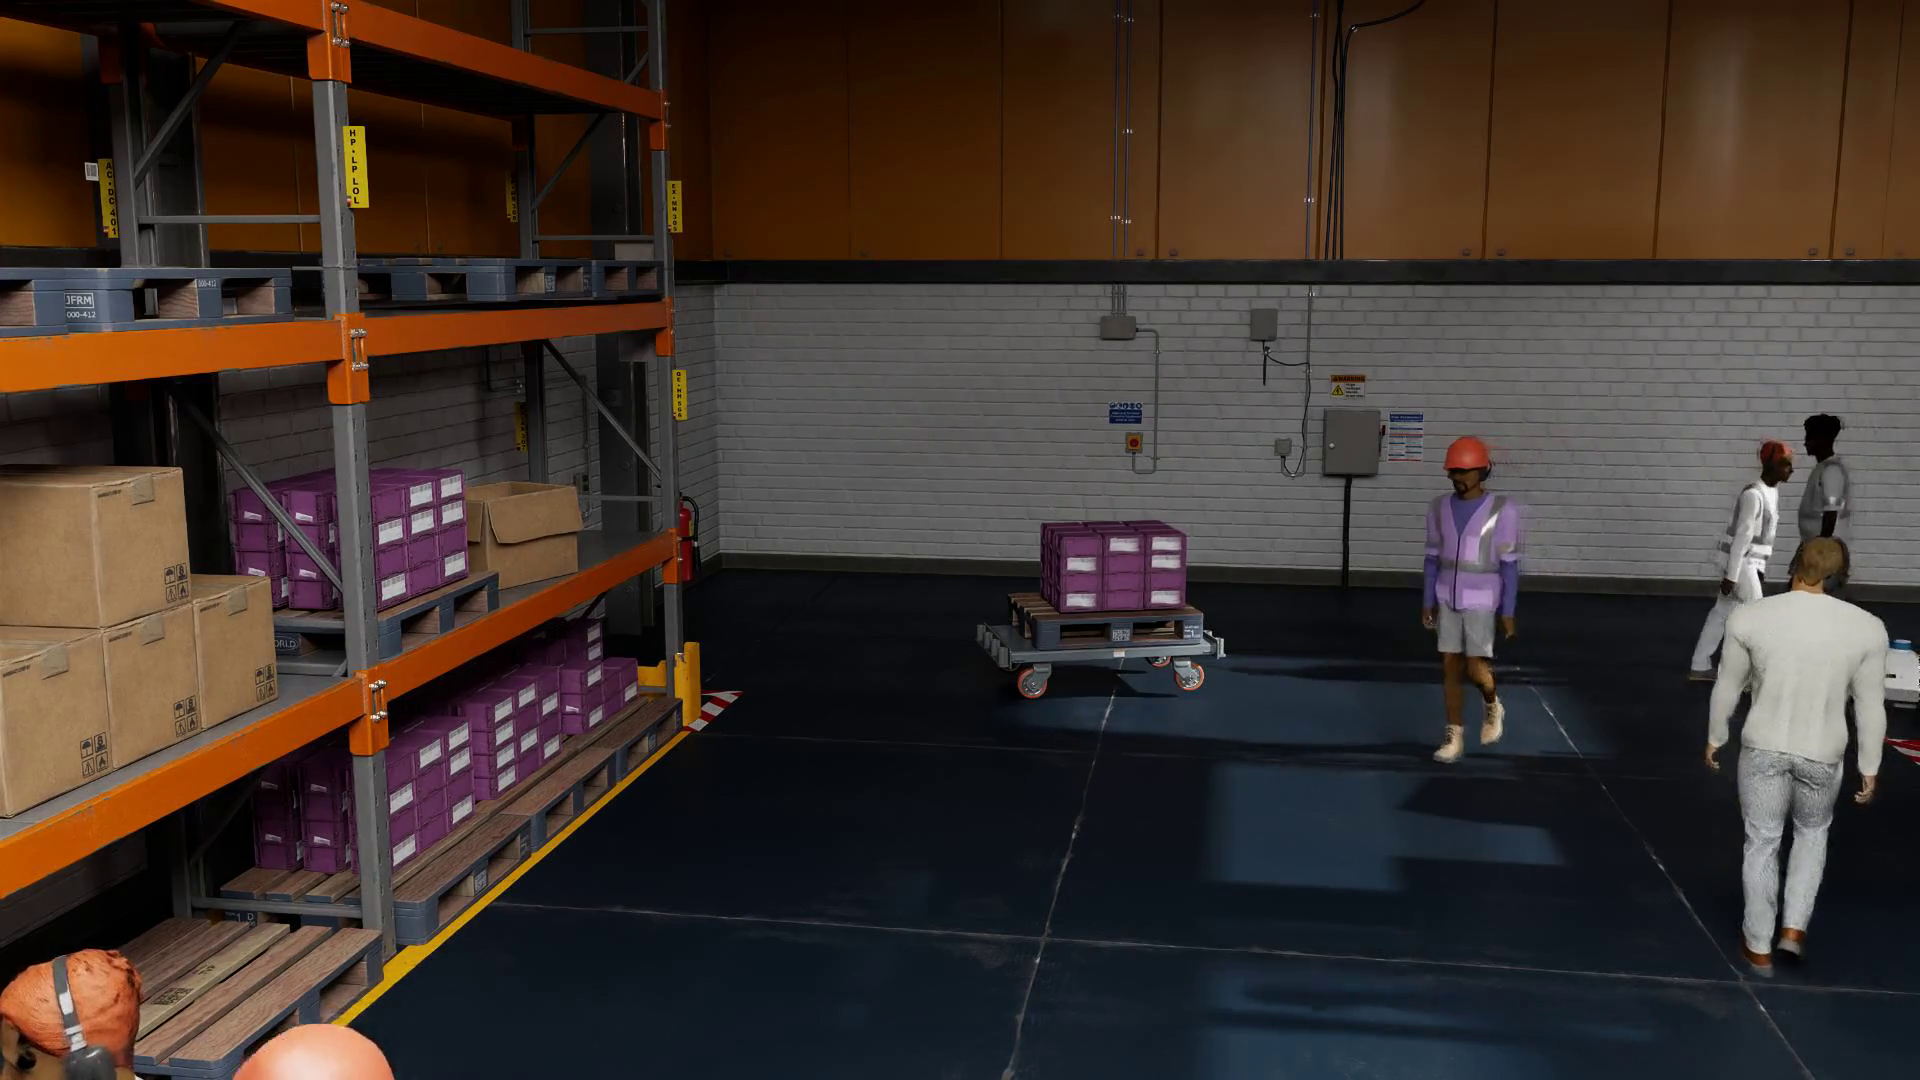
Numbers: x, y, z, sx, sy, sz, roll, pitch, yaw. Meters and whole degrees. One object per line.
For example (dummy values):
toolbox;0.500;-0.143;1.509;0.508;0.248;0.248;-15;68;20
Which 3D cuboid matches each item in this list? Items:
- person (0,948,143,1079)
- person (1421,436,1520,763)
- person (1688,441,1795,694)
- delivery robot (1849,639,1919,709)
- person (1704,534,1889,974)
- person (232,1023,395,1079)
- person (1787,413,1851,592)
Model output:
person;-1.487;1.620;2.983;0.572;1.886;0.355;9;13;43
person;3.149;0.367;10.263;0.525;2.031;0.637;-8;12;-42
person;5.641;0.195;11.981;0.713;1.843;0.588;6;11;32
delivery robot;6.304;0.911;11.158;0.707;0.478;0.477;5;10;26
person;3.595;0.928;7.196;0.693;1.909;0.498;4;10;21
person;-0.951;1.683;2.547;0.549;1.898;0.912;2;9;13
person;6.624;-0.006;12.823;0.399;1.954;0.650;5;10;27
